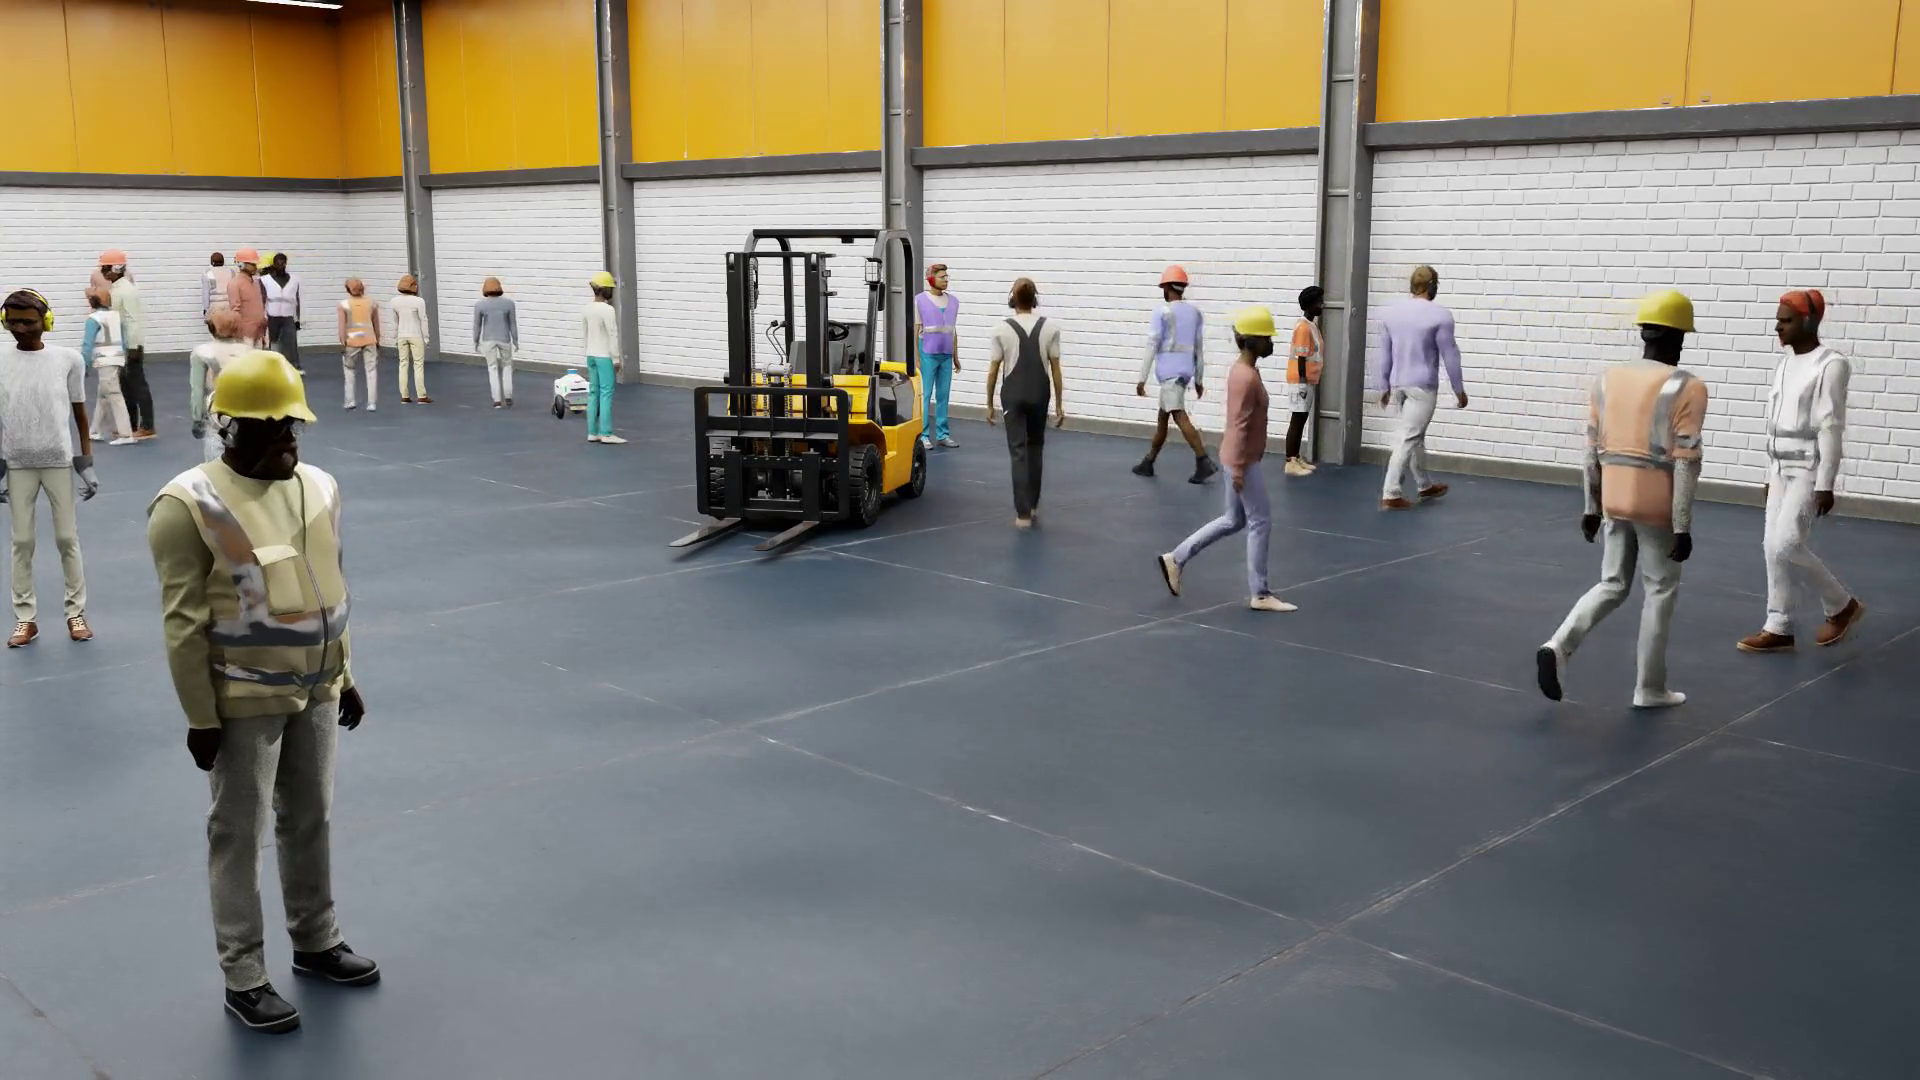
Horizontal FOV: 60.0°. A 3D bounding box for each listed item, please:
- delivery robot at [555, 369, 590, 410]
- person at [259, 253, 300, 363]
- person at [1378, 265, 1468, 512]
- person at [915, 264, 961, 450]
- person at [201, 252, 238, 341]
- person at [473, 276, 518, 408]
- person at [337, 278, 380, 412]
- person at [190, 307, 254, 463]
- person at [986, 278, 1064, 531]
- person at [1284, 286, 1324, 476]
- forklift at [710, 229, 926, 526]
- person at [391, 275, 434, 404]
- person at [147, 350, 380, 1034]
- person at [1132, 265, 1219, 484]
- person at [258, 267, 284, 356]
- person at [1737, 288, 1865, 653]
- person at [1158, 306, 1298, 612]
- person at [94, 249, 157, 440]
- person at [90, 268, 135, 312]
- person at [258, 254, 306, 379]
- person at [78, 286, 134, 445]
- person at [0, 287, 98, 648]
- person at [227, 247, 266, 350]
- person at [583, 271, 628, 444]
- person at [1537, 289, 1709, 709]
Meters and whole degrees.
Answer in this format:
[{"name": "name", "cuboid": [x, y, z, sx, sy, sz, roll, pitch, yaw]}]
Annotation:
[{"name": "delivery robot", "cuboid": [-4.563, -1.778, 19.637, 0.477, 0.478, 0.707, -4, 11, -22]}, {"name": "person", "cuboid": [-10.115, -3.278, 24.490, 0.589, 1.869, 0.899, 7, 13, 34]}, {"name": "person", "cuboid": [3.648, -1.180, 12.986, 0.970, 1.894, 0.648, -6, 12, -30]}, {"name": "person", "cuboid": [-0.250, -1.834, 16.663, 0.570, 1.849, 0.379, -8, 13, -37]}, {"name": "person", "cuboid": [-12.564, -3.958, 28.276, 0.429, 1.844, 0.626, 10, 14, 43]}, {"name": "person", "cuboid": [-5.775, -2.458, 20.657, 0.532, 1.617, 0.514, -4, 11, -19]}, {"name": "person", "cuboid": [-7.318, -2.373, 20.251, 0.536, 1.616, 0.667, -7, 13, -34]}, {"name": "person", "cuboid": [-5.245, -0.868, 12.009, 0.593, 1.617, 0.514, 6, 12, 31]}, {"name": "person", "cuboid": [0.457, -1.006, 12.227, 0.548, 1.818, 0.788, -2, 11, -8]}, {"name": "person", "cuboid": [3.071, -1.415, 14.827, 0.321, 1.691, 0.532, 4, 11, 19]}, {"name": "forklift", "cuboid": [-1.050, -1.319, 12.920, 1.214, 2.155, 2.313, 2, 11, 13]}, {"name": "person", "cuboid": [-6.966, -2.542, 21.118, 0.500, 1.633, 0.280, 2, 11, 13]}, {"name": "person", "cuboid": [-1.872, 0.399, 4.547, 0.404, 1.829, 0.588, 5, 11, 24]}, {"name": "person", "cuboid": [1.898, -1.438, 14.451, 0.637, 1.882, 0.992, -8, 13, -37]}, {"name": "person", "cuboid": [-10.662, -3.402, 25.534, 0.536, 1.742, 0.794, 3, 11, 15]}, {"name": "person", "cuboid": [4.273, -0.330, 8.404, 0.483, 1.868, 0.590, -1, 10, -3]}, {"name": "person", "cuboid": [1.545, -0.459, 9.467, 0.738, 1.740, 0.535, 1, 10, 8]}, {"name": "person", "cuboid": [-8.763, -2.038, 17.447, 0.455, 1.985, 0.648, -8, 13, -38]}, {"name": "person", "cuboid": [-13.615, -3.708, 26.826, 0.649, 1.871, 0.905, -3, 11, -15]}, {"name": "person", "cuboid": [-9.897, -3.232, 24.265, 0.628, 1.851, 1.029, -8, 13, -37]}, {"name": "person", "cuboid": [-8.780, -1.760, 16.902, 0.747, 1.612, 0.525, 0, 10, 2]}, {"name": "person", "cuboid": [-4.804, -0.377, 8.689, 0.518, 1.865, 0.330, -5, 11, -24]}, {"name": "person", "cuboid": [-8.250, -2.396, 19.339, 0.400, 1.989, 0.623, 0, 10, 2]}, {"name": "person", "cuboid": [-3.655, -1.869, 17.092, 0.330, 1.765, 0.533, -10, 14, -44]}, {"name": "person", "cuboid": [2.967, -0.154, 7.375, 0.711, 1.903, 0.592, -6, 12, -29]}]
